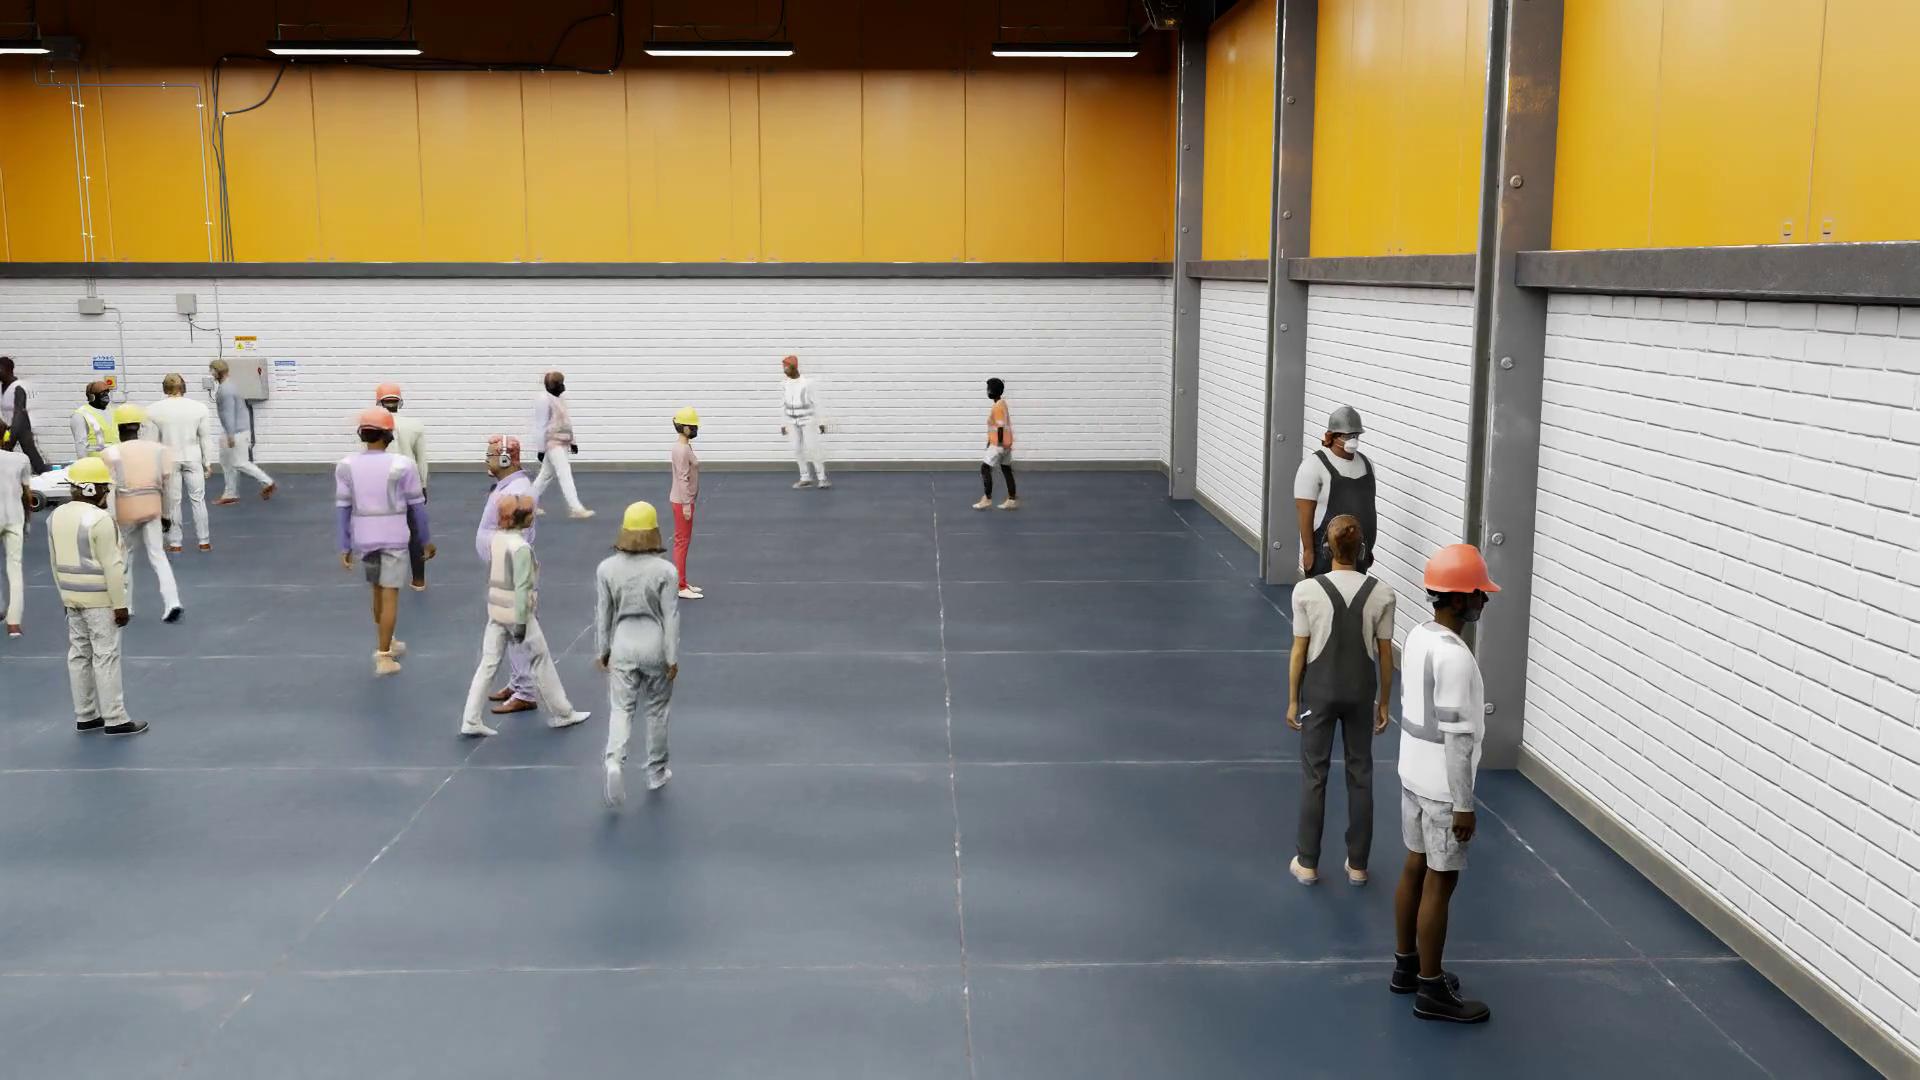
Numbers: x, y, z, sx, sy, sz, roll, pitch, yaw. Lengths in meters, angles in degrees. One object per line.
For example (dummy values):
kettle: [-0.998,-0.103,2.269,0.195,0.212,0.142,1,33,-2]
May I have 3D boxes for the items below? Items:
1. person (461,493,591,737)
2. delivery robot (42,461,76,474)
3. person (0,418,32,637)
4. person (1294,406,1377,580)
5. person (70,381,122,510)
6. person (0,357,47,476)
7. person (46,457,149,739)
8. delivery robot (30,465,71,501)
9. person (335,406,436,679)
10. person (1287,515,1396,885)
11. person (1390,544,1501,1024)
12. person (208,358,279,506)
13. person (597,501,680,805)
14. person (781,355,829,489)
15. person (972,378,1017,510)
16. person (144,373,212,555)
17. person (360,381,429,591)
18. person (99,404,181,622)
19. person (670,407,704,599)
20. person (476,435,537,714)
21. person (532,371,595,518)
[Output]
person: [-2.882,0.486,10.808,0.861,1.588,0.526,-8,12,-39]
delivery robot: [-11.451,-0.783,21.480,0.707,0.478,0.477,-6,11,-32]
person: [-8.012,-0.123,13.897,0.504,1.818,1.029,-6,11,-31]
person: [2.817,0.029,12.245,0.679,2.000,0.536,-5,10,-27]
person: [-9.177,-0.783,17.834,0.429,1.844,0.626,2,10,14]
person: [-12.574,-1.474,21.989,0.614,1.860,1.014,7,12,37]
person: [-5.603,0.375,10.784,0.587,1.826,0.404,5,11,28]
delivery robot: [-11.380,-0.702,20.985,0.707,0.478,0.477,-2,9,-13]
person: [-4.318,-0.007,12.577,0.631,2.008,0.926,1,9,5]
person: [1.871,0.793,8.193,0.506,1.842,0.332,0,9,1]
person: [1.973,0.974,6.765,0.361,1.939,0.543,-1,9,-4]
person: [-9.236,-1.386,21.353,0.726,1.910,0.648,-4,10,-23]
person: [-1.839,0.640,9.477,0.496,1.716,0.731,1,9,5]
person: [-2.171,-1.622,22.934,0.644,1.853,0.449,6,11,34]
person: [0.412,-1.197,20.875,0.680,1.673,0.544,2,9,11]
person: [-8.293,-0.806,17.690,0.629,1.937,0.377,-5,10,-27]
person: [-5.300,-0.493,15.585,0.623,1.992,0.396,-7,11,-36]
person: [-7.064,-0.233,14.352,0.959,1.890,0.601,8,12,42]
person: [-2.522,-0.344,15.382,0.319,1.765,0.533,-2,9,-10]
person: [-3.109,0.227,11.445,0.408,1.908,0.641,-3,10,-18]
person: [-4.977,-1.169,20.355,0.949,1.802,0.626,1,9,3]
